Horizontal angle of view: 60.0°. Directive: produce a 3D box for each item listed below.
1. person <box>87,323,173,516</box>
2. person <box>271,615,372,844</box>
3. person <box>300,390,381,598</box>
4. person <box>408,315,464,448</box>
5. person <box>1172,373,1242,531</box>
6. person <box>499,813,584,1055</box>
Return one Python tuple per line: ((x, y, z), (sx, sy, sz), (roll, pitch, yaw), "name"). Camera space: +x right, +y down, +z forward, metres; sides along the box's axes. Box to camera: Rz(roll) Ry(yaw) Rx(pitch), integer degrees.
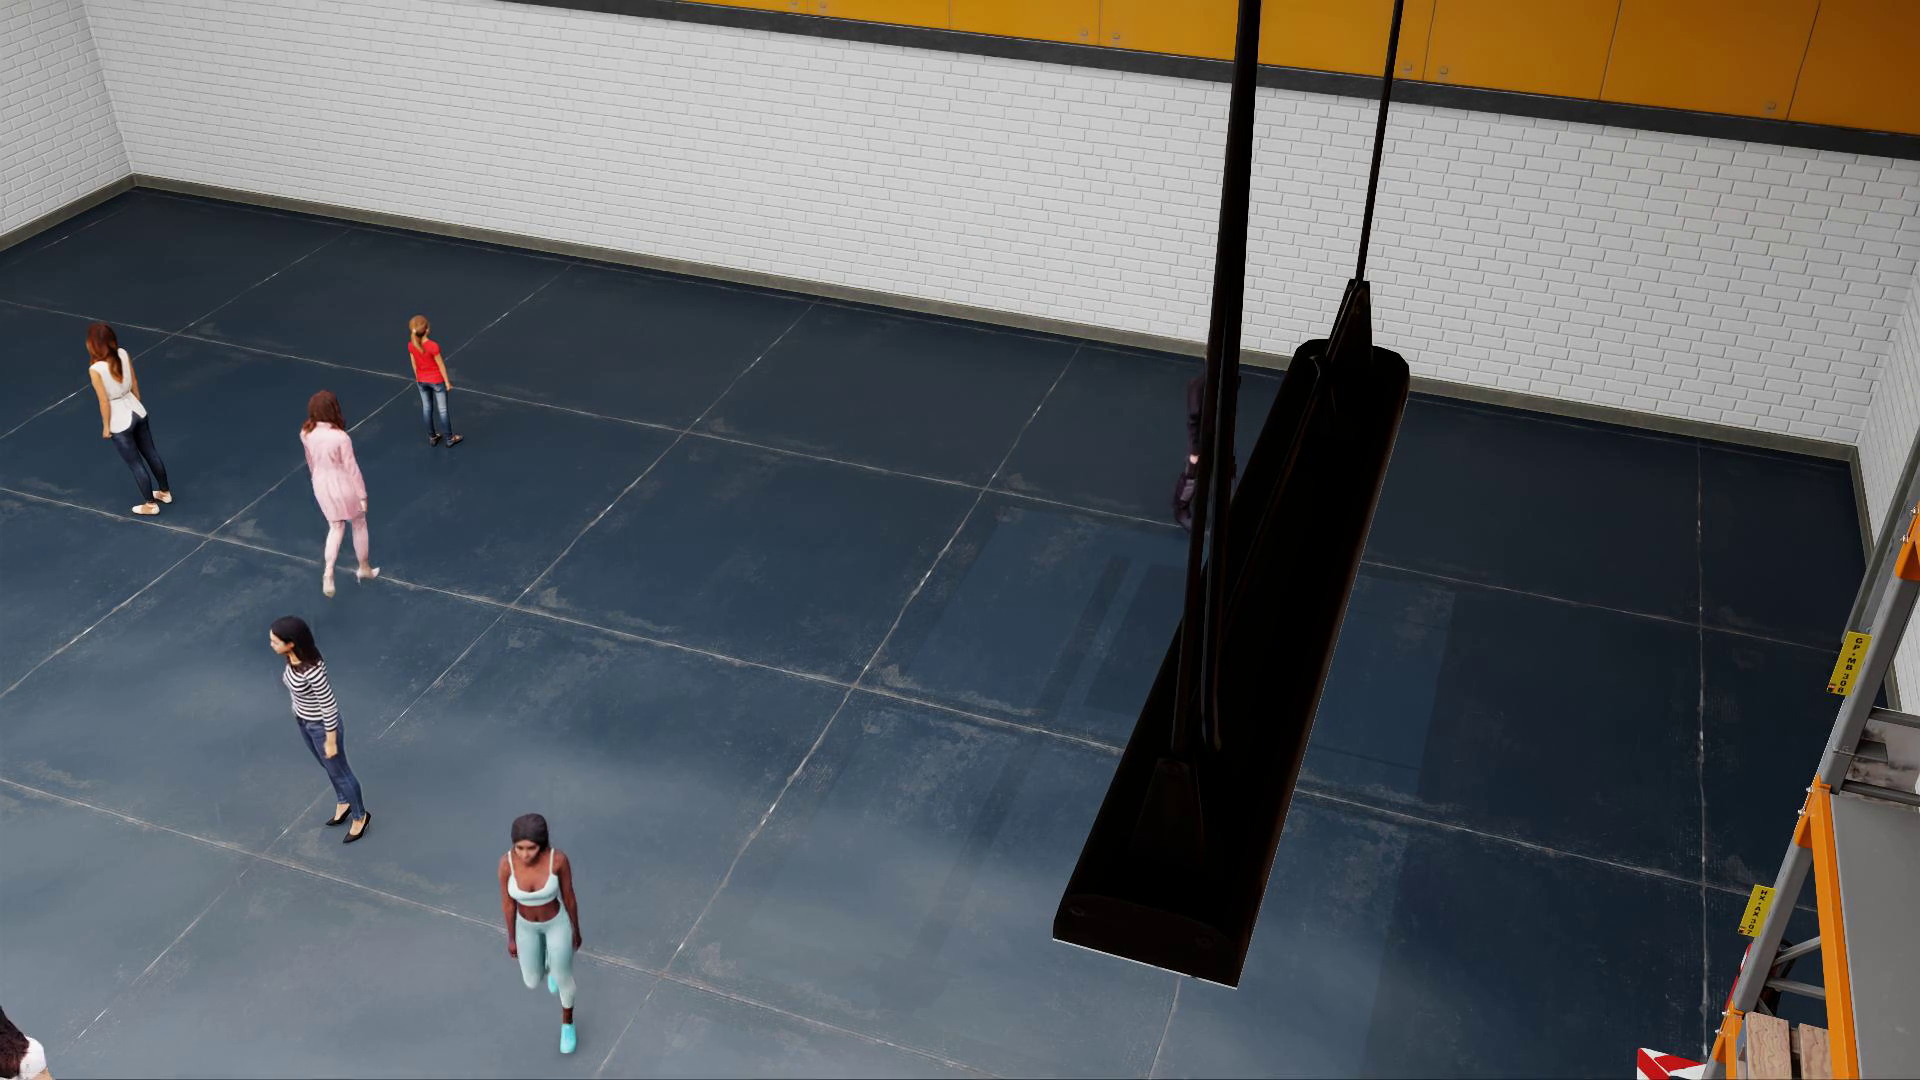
((-7.060, -1.029, 14.113), (0.647, 1.785, 0.455), (11, 35, 15), "person")
((-4.121, 1.214, 10.729), (0.666, 1.794, 0.670), (-26, 42, -34), "person")
((-4.916, -0.314, 13.040), (0.726, 1.781, 0.959), (6, 34, 9), "person")
((-4.831, -1.452, 15.177), (0.496, 1.311, 0.525), (8, 34, 11), "person")
((2.021, -0.867, 13.848), (1.127, 1.807, 1.151), (-19, 38, -26), "person")
((-2.332, 2.143, 9.405), (0.745, 1.713, 0.874), (-2, 34, -2), "person")
